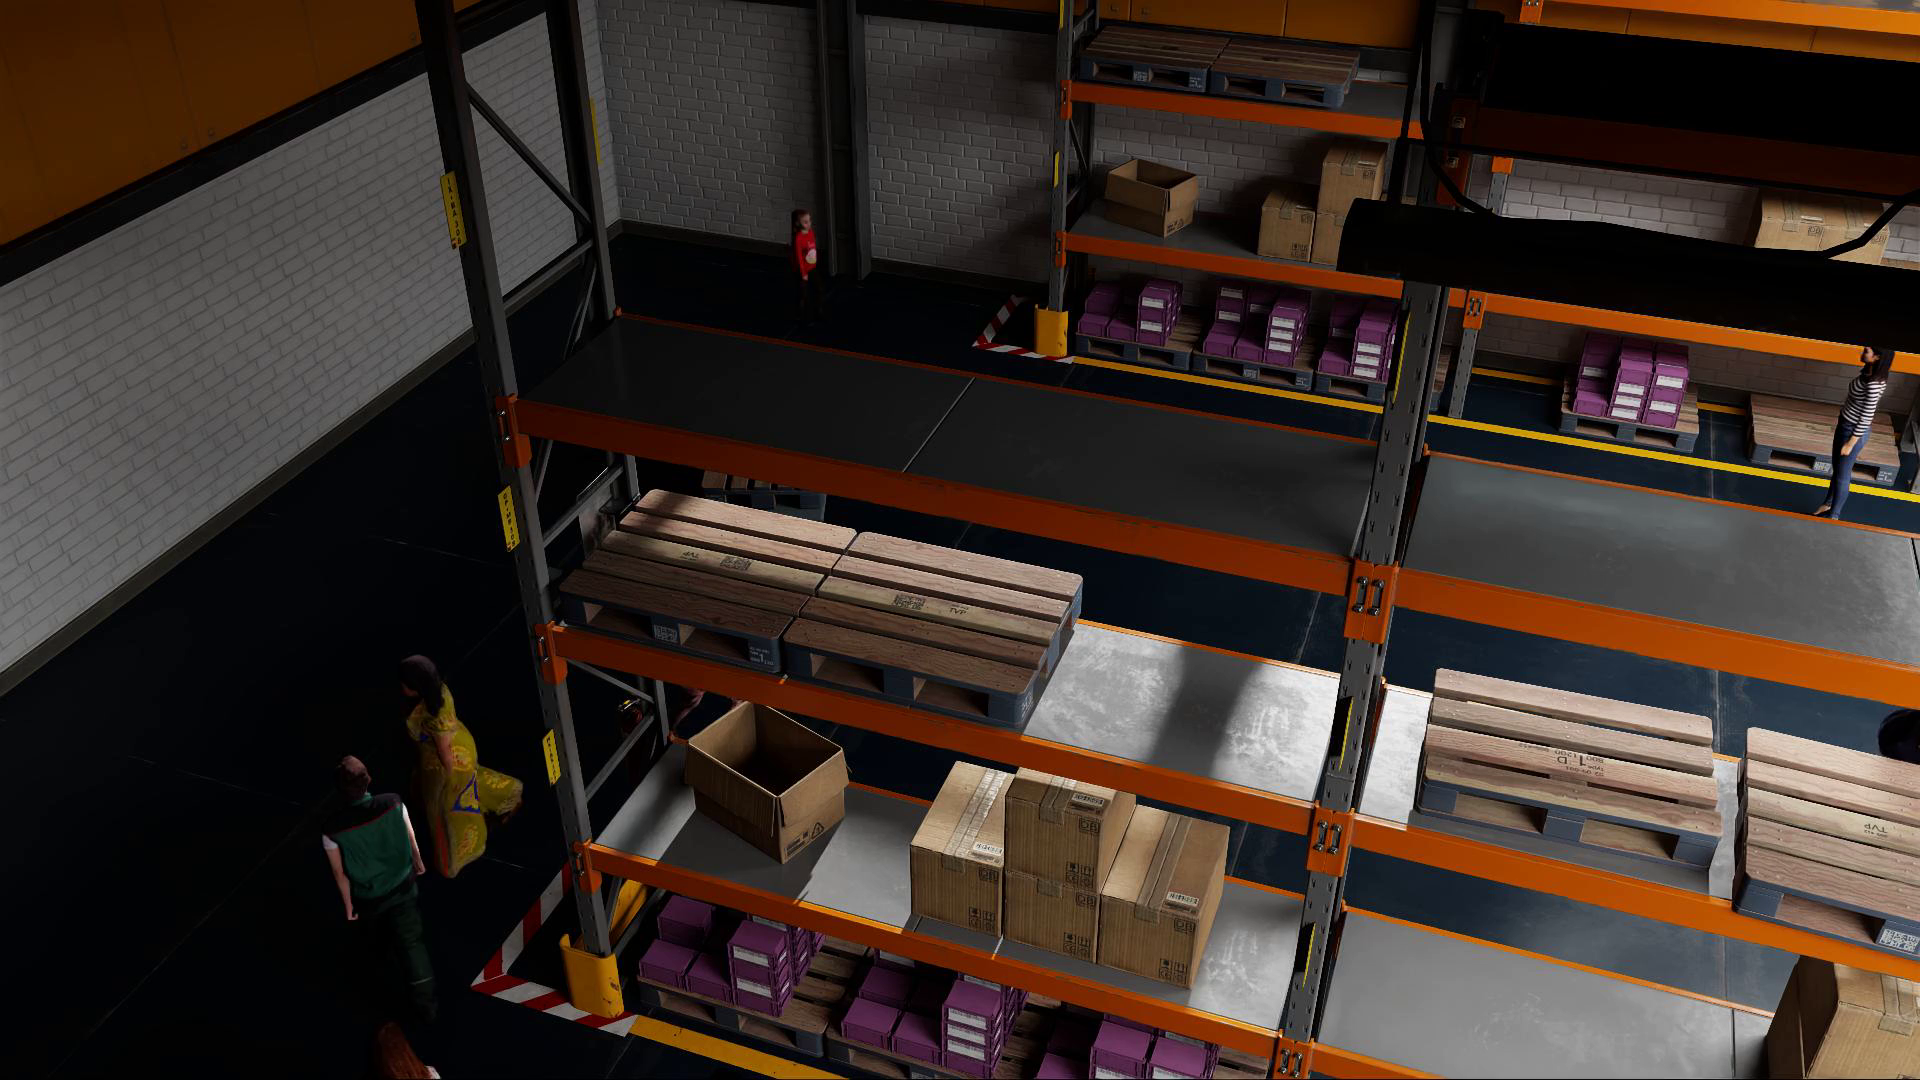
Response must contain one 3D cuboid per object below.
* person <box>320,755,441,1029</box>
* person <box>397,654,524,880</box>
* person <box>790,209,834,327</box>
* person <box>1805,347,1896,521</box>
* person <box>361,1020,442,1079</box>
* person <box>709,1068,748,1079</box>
[{"bbox_3d":[-3.260,2.003,9.436,1.104,1.803,1.249,-20,38,-27],"label":"person"},{"bbox_3d":[-3.172,1.370,10.540,1.096,1.634,1.043,-18,38,-25],"label":"person"},{"bbox_3d":[-1.644,-2.813,17.164,0.638,1.267,0.551,17,37,23],"label":"person"},{"bbox_3d":[7.379,-0.870,13.763,0.471,1.797,0.579,10,35,15],"label":"person"},{"bbox_3d":[-2.617,3.019,8.013,1.146,1.686,1.050,-6,34,-9],"label":"person"},{"bbox_3d":[-1.043,3.105,7.840,0.535,1.733,0.626,16,37,22],"label":"person"}]
